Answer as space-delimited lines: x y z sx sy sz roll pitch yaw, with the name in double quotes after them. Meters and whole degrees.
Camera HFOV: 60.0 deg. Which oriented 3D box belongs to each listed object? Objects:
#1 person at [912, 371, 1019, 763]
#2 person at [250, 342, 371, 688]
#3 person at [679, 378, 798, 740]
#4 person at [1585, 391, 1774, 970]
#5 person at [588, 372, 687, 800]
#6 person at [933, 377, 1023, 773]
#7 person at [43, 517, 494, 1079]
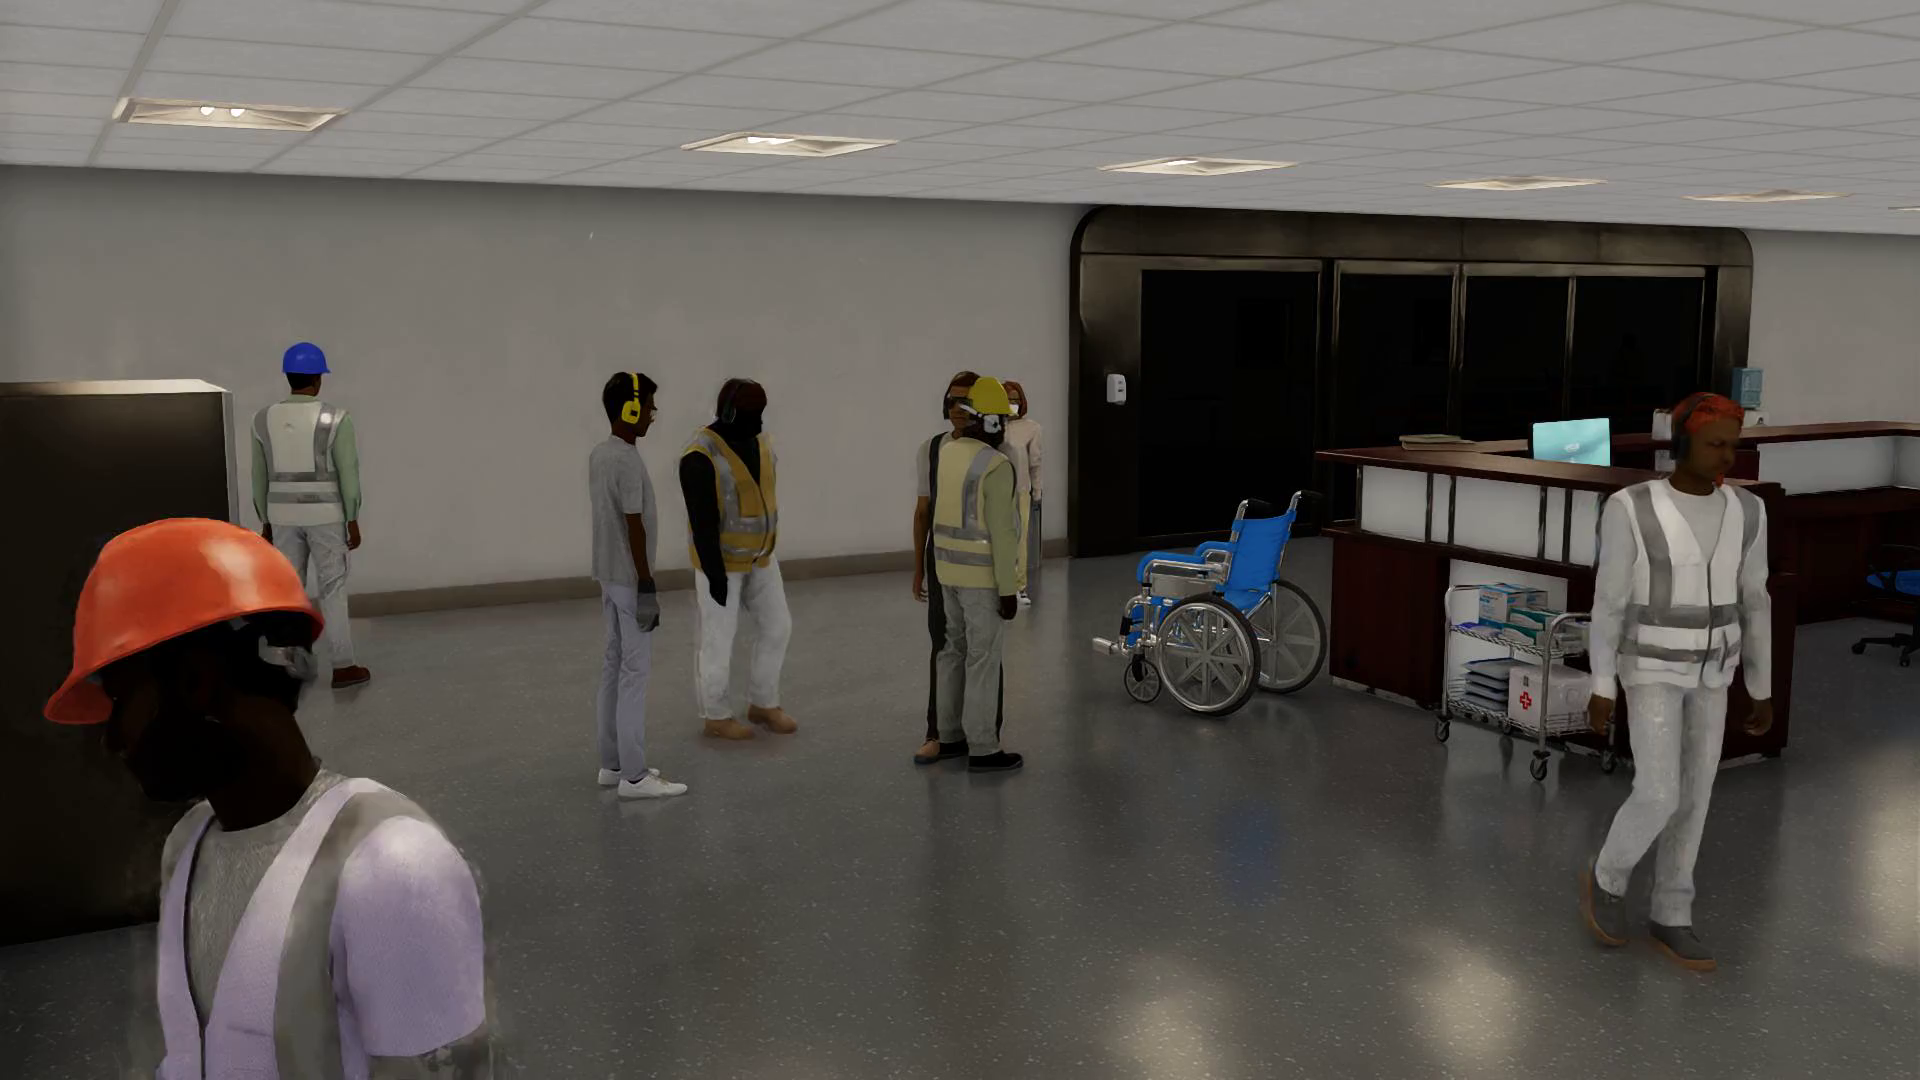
0.019 0.139 7.768 0.507 1.847 0.345 2 8 16 "person"
-3.657 -0.131 9.355 0.605 1.949 0.402 1 8 6 "person"
-1.076 0.112 8.121 0.562 1.809 0.659 5 9 34 "person"
2.330 0.457 5.367 0.591 1.870 0.404 -2 8 -13 "person"
-1.437 0.198 7.282 0.329 1.865 0.508 -5 9 -31 "person"
0.085 0.159 7.725 0.404 1.825 0.596 -5 9 -33 "person"
-0.742 0.914 2.003 0.630 1.898 0.483 6 10 36 "person"
